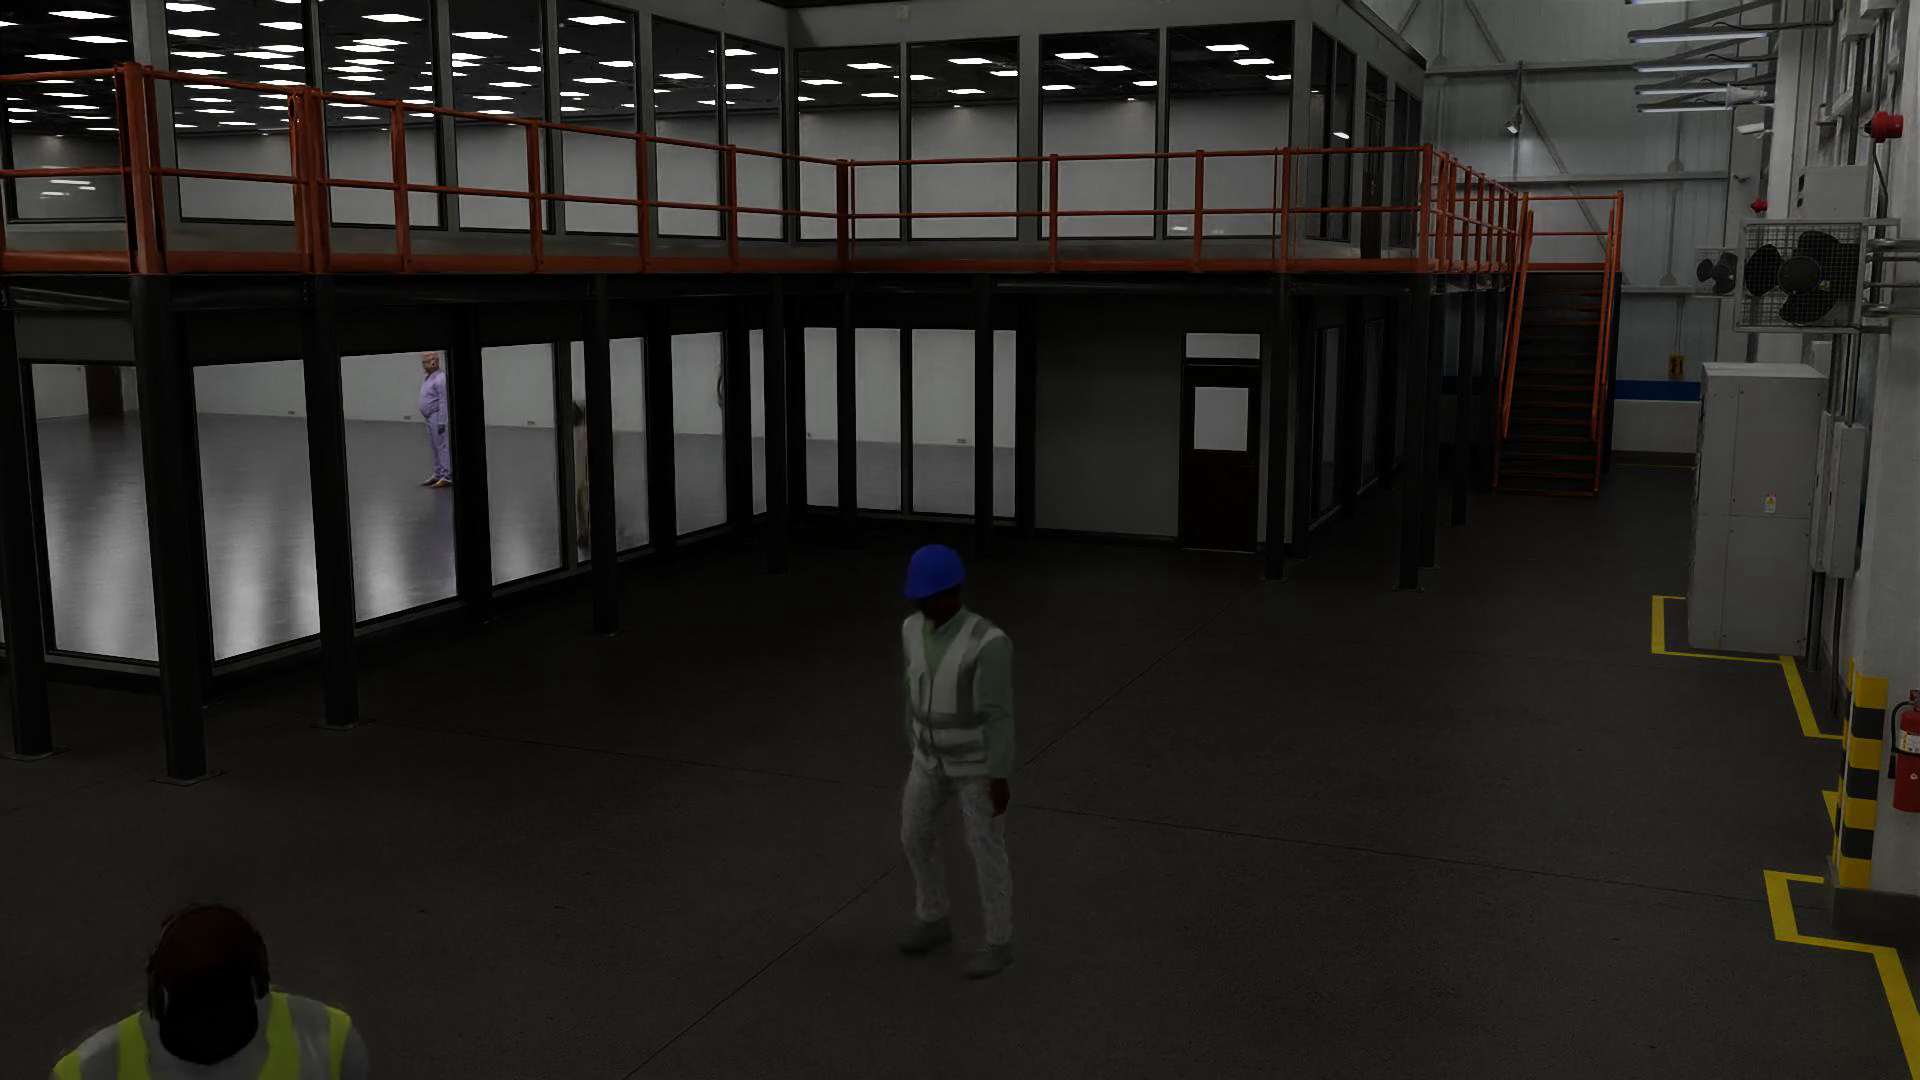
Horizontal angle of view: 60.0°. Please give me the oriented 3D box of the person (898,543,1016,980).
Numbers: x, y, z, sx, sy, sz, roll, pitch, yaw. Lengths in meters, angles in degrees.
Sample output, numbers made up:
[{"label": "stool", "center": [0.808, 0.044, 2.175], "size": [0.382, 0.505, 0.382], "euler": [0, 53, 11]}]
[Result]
[{"label": "person", "center": [-0.035, 0.951, 7.171], "size": [0.642, 1.919, 0.479], "euler": [8, 12, 39]}]

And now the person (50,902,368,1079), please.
[{"label": "person", "center": [-1.486, 1.623, 3.349], "size": [0.641, 1.806, 0.868], "euler": [-4, 10, -22]}]
